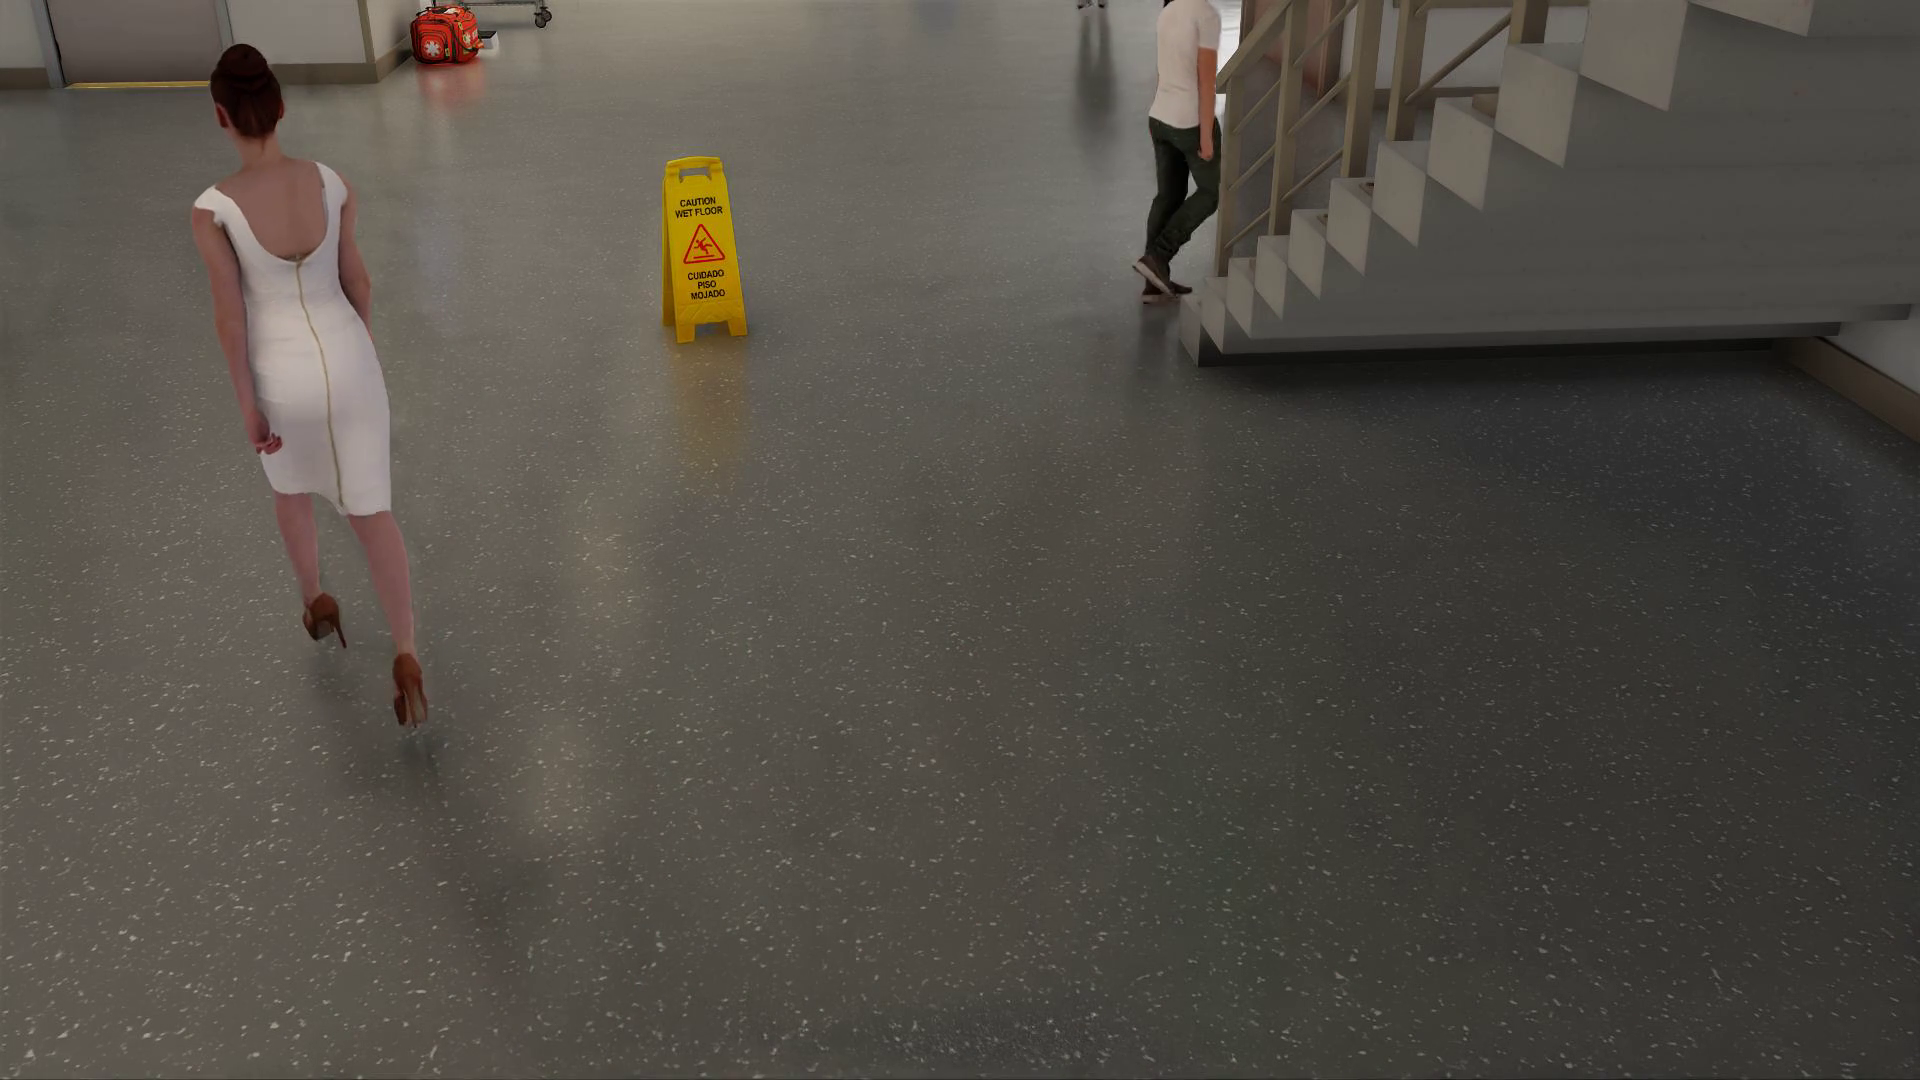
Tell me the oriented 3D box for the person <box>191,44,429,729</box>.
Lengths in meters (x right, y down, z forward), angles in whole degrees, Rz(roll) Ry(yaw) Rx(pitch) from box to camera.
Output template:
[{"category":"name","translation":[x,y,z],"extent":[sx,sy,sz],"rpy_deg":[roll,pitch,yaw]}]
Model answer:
[{"category":"person","translation":[-1.611,-0.324,4.261],"extent":[0.913,1.746,1.184],"rpy_deg":[-15,30,-29]}]

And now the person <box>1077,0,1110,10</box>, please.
[{"category":"person","translation":[1.415,-6.171,16.318],"extent":[0.812,1.807,0.968],"rpy_deg":[6,26,12]}]

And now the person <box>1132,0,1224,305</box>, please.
[{"category":"person","translation":[0.960,-1.859,7.563],"extent":[0.823,1.643,0.772],"rpy_deg":[-16,30,-30]}]
